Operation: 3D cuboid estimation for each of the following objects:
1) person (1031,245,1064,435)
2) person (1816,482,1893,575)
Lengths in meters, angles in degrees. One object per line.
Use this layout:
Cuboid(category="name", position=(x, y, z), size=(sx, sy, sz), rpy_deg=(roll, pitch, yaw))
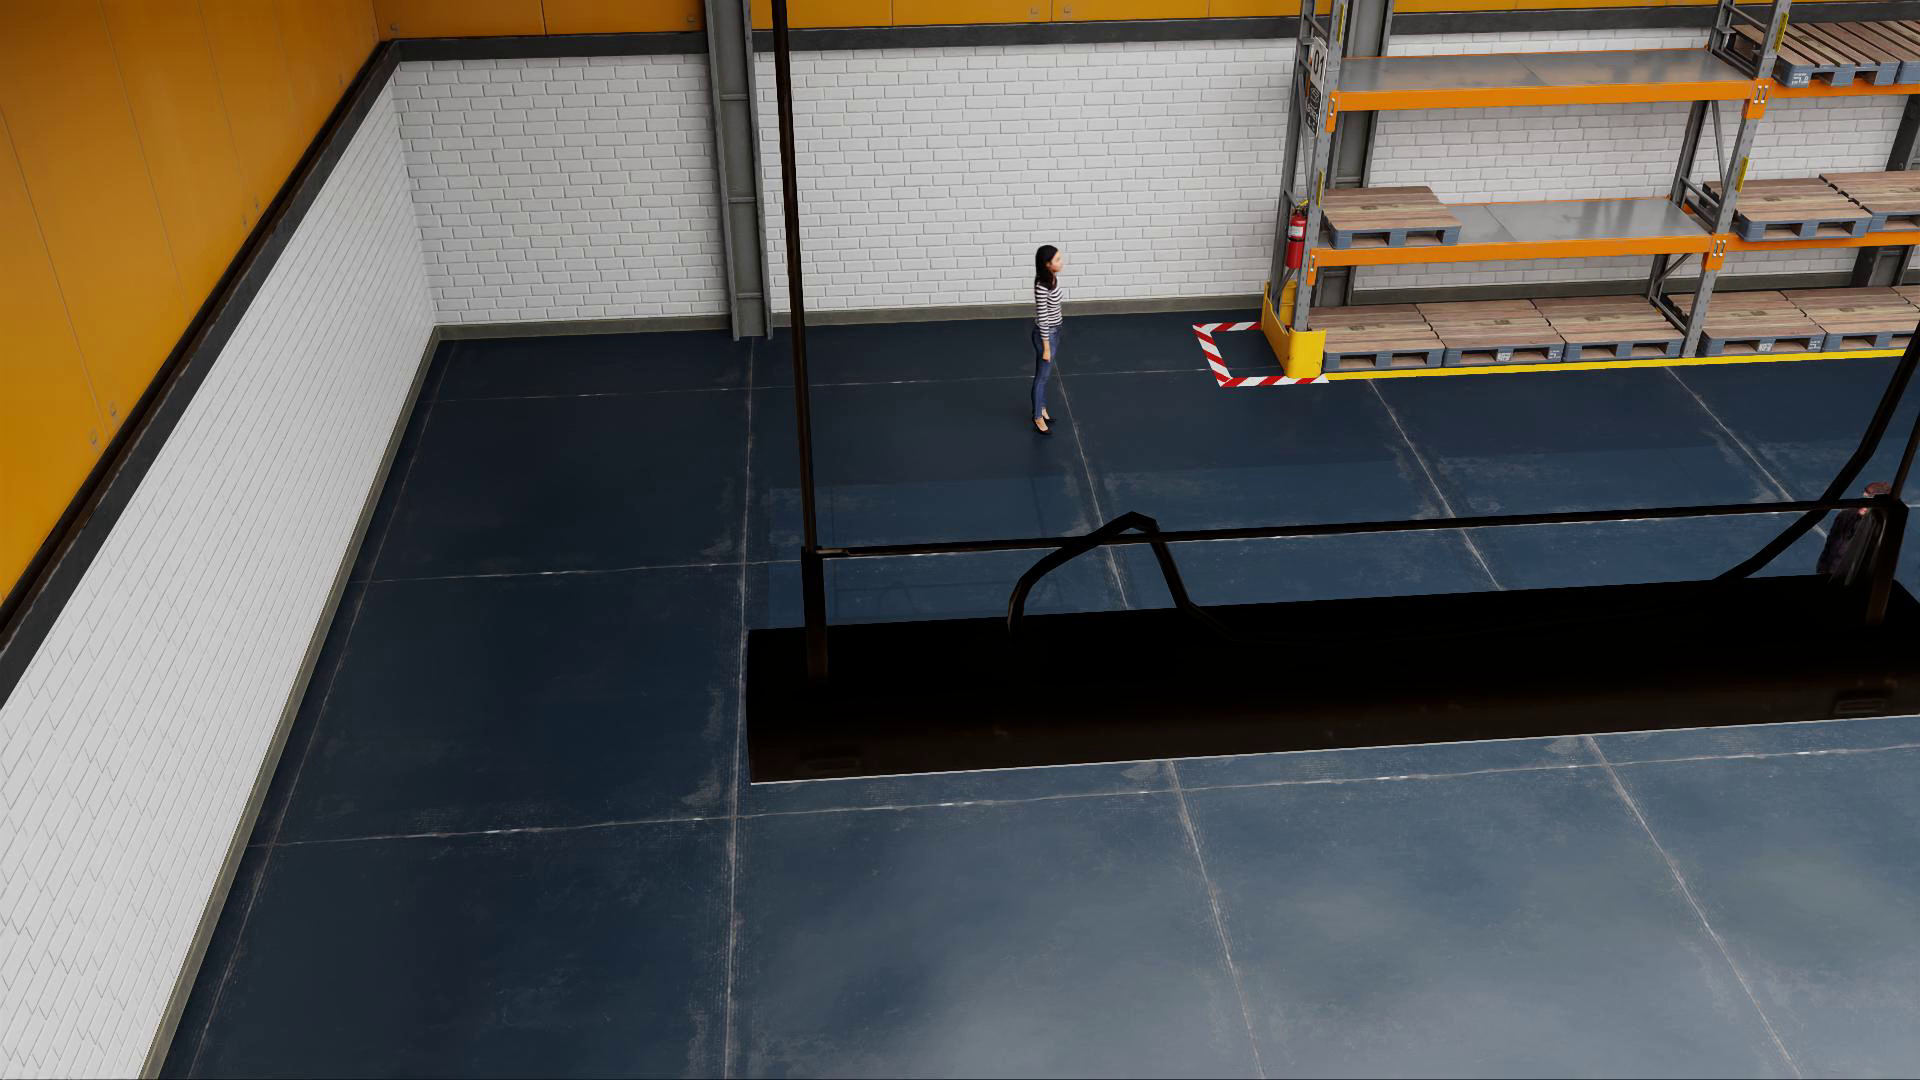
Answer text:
Cuboid(category="person", position=(0.771, -1.803, 14.925), size=(0.577, 1.796, 0.630), rpy_deg=(7, 34, 11))
Cuboid(category="person", position=(6.239, 0.370, 11.625), size=(0.772, 1.830, 0.792), rpy_deg=(-8, 34, -12))
